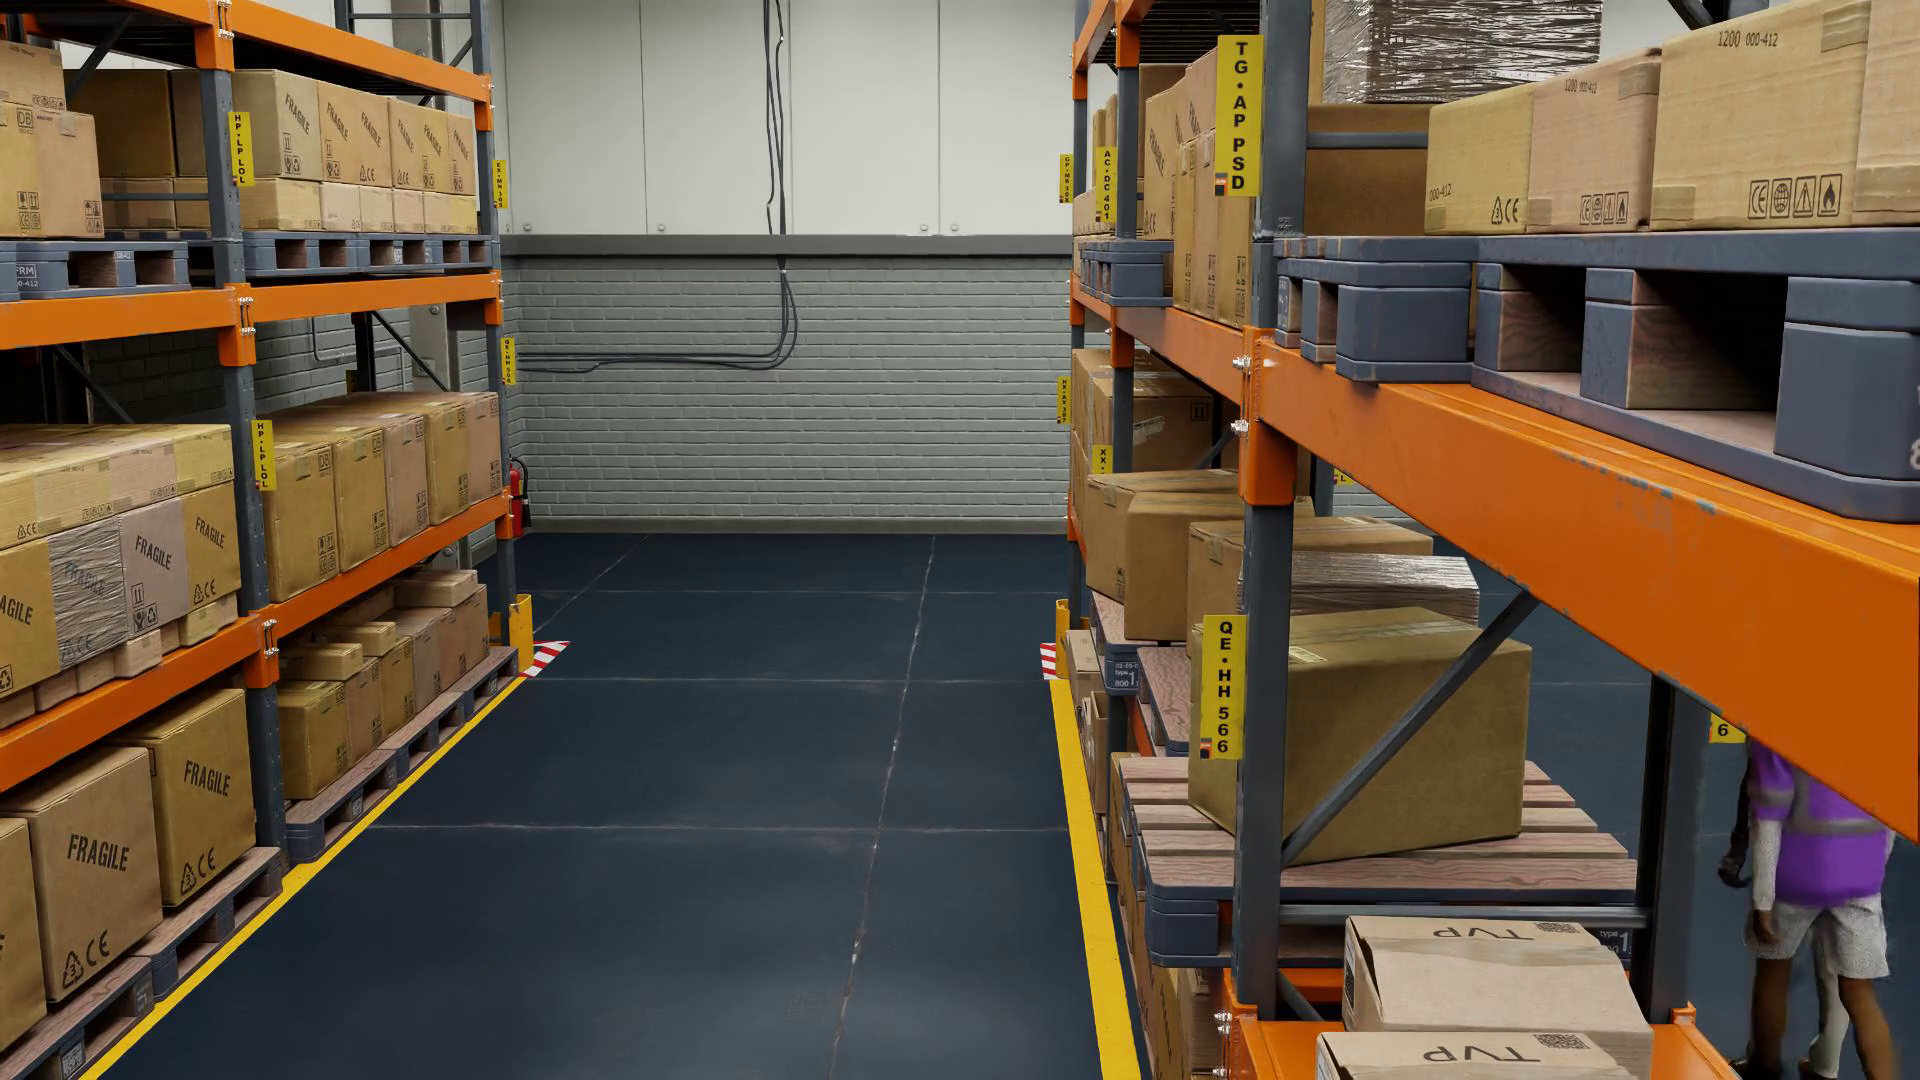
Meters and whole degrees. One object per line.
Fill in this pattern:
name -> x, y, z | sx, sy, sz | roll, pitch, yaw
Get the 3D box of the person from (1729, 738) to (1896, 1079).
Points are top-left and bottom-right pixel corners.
person -> 2.870, 1.127, 5.481 | 0.553, 1.905, 0.900 | 0, 10, 2

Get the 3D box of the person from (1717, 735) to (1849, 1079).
person -> 2.955, 1.070, 5.870 | 0.520, 1.873, 0.328 | 0, 10, 1
